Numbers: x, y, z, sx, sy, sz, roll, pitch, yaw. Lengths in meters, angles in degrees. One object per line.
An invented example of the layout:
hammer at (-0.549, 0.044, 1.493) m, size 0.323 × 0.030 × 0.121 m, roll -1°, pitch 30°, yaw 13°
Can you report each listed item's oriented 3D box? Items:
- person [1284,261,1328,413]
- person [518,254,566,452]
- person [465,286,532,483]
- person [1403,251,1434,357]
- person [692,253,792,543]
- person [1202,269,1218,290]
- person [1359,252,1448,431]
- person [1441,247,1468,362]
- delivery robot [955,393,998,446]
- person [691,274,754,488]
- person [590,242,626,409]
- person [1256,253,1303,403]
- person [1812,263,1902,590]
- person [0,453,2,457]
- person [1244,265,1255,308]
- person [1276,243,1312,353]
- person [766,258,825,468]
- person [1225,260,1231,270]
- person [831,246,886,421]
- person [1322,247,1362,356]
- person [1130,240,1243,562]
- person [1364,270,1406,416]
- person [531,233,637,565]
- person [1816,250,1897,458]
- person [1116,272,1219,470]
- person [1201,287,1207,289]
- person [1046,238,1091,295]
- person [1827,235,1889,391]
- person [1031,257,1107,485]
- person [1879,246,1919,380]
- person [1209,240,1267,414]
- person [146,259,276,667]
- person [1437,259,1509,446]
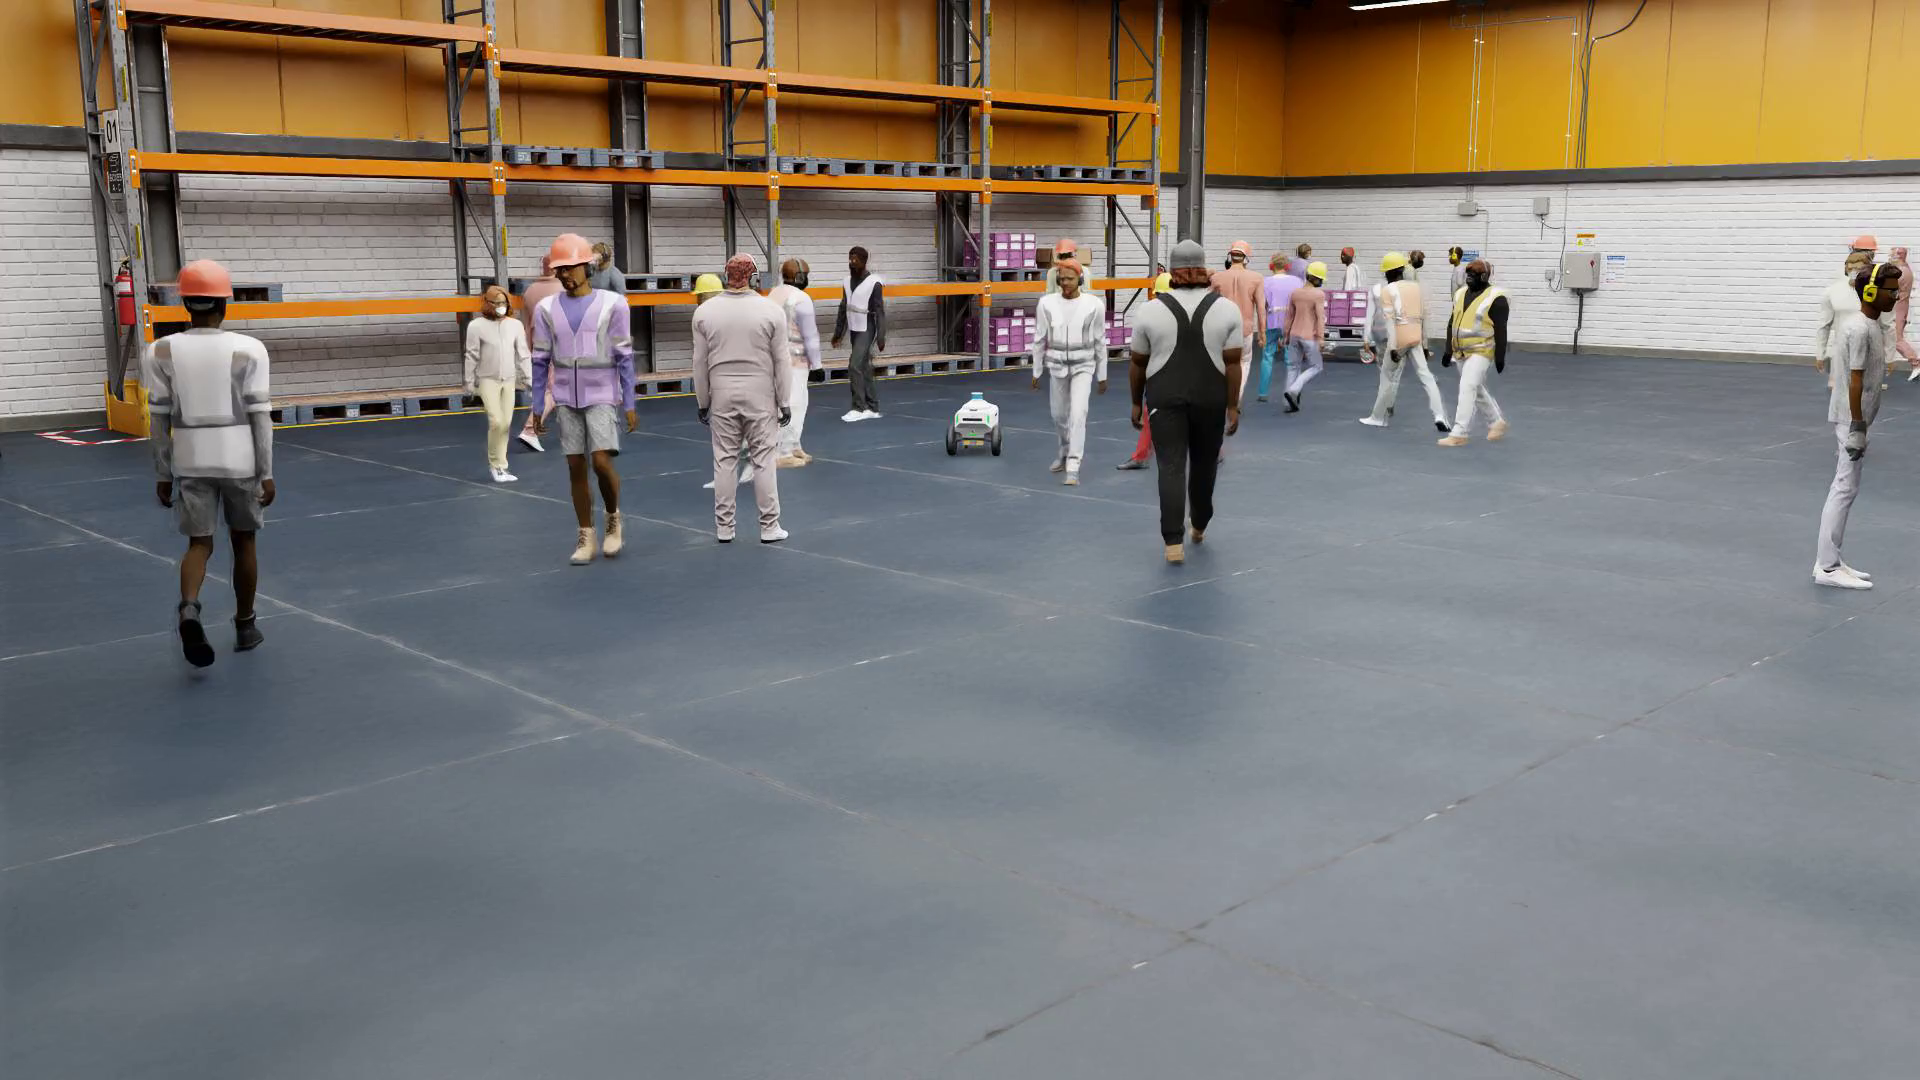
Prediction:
person at (3.863, -2.275, 18.791) m, size 0.464 × 1.725 × 0.589 m, roll -7°, pitch 13°, yaw -34°
person at (-3.865, -1.778, 15.733) m, size 0.660 × 1.867 × 0.974 m, roll 8°, pitch 13°, yaw 36°
person at (-3.754, -1.265, 13.580) m, size 0.468 × 1.608 × 0.532 m, roll 9°, pitch 14°, yaw 40°
person at (7.346, -3.871, 27.432) m, size 0.921 × 1.785 × 0.636 m, roll 3°, pitch 11°, yaw 17°
person at (-1.418, -0.926, 10.963) m, size 0.651 × 1.906 × 0.402 m, roll 1°, pitch 10°, yaw 6°
person at (3.005, -2.456, 20.067) m, size 0.532 × 1.617 × 0.389 m, roll 5°, pitch 12°, yaw 27°
person at (4.697, -2.065, 17.354) m, size 0.639 × 1.855 × 1.060 m, roll -5°, pitch 12°, yaw -25°
person at (8.003, -3.773, 26.674) m, size 0.477 × 1.846 × 0.525 m, roll 0°, pitch 10°, yaw 1°
delivery robot at (0.158, -1.131, 15.509) m, size 0.477 × 0.478 × 0.707 m, roll 1°, pitch 10°, yaw 7°
person at (-1.885, -1.249, 13.224) m, size 0.468 × 1.721 × 0.533 m, roll -5°, pitch 12°, yaw -27°
person at (-4.126, -2.502, 19.466) m, size 0.359 × 1.938 × 0.632 m, roll -9°, pitch 14°, yaw -41°
person at (3.855, -2.541, 20.031) m, size 0.577 × 1.826 × 0.778 m, roll -1°, pitch 10°, yaw -5°
person at (5.188, -0.659, 9.620) m, size 0.309 × 1.864 × 0.535 m, roll 5°, pitch 12°, yaw 26°
person at (-9.002, -1.683, 15.005) m, size 0.373 × 1.934 × 0.552 m, roll 5°, pitch 11°, yaw 24°
person at (4.607, -3.788, 27.361) m, size 0.510 × 1.625 × 0.462 m, roll 5°, pitch 11°, yaw 23°
person at (5.757, -4.152, 28.604) m, size 0.903 × 1.900 × 0.644 m, roll -4°, pitch 11°, yaw -22°
person at (-1.404, -1.538, 14.541) m, size 0.623 × 1.821 × 0.630 m, roll -7°, pitch 12°, yaw -32°
person at (4.445, -3.886, 27.782) m, size 0.589 × 1.661 × 0.572 m, roll 6°, pitch 12°, yaw 29°
person at (-1.168, -2.249, 18.220) m, size 0.753 × 1.891 × 0.598 m, roll -7°, pitch 13°, yaw -35°
person at (6.538, -3.989, 27.902) m, size 0.997 × 1.827 × 0.602 m, roll 3°, pitch 11°, yaw 17°
person at (1.422, -0.919, 10.557) m, size 0.693 × 2.000 × 1.052 m, roll 1°, pitch 10°, yaw 5°
person at (4.894, -2.290, 18.777) m, size 0.626 × 1.770 × 0.905 m, roll 3°, pitch 11°, yaw 17°
person at (-2.316, -0.849, 10.200) m, size 0.649 × 2.030 × 0.414 m, roll 2°, pitch 11°, yaw 9°
person at (8.287, -1.722, 15.369) m, size 0.660 × 1.900 × 0.902 m, roll 10°, pitch 14°, yaw 43°
person at (1.854, -1.444, 14.340) m, size 0.908 × 1.716 × 0.540 m, roll -4°, pitch 11°, yaw -23°
person at (3.772, -3.579, 26.231) m, size 0.513 × 1.608 × 0.804 m, roll 0°, pitch 10°, yaw 2°
person at (1.412, -2.917, 21.608) m, size 0.637 × 1.977 × 0.536 m, roll 5°, pitch 11°, yaw 25°
person at (11.643, -2.901, 21.413) m, size 0.634 × 2.012 × 0.872 m, roll -6°, pitch 12°, yaw -31°
person at (0.931, -1.407, 13.772) m, size 0.623 × 1.854 × 0.840 m, roll 3°, pitch 11°, yaw 17°
person at (13.195, -3.187, 23.390) m, size 0.911 × 1.875 × 0.635 m, roll 8°, pitch 13°, yaw 38°
person at (3.052, -2.333, 18.493) m, size 0.736 × 1.952 × 0.548 m, roll 2°, pitch 11°, yaw 12°
person at (-3.525, -0.355, 7.836) m, size 0.548 × 1.916 × 0.796 m, roll -2°, pitch 11°, yaw -11°
person at (5.039, -1.822, 16.142) m, size 0.915 × 1.808 × 0.621 m, roll -5°, pitch 11°, yaw -24°
